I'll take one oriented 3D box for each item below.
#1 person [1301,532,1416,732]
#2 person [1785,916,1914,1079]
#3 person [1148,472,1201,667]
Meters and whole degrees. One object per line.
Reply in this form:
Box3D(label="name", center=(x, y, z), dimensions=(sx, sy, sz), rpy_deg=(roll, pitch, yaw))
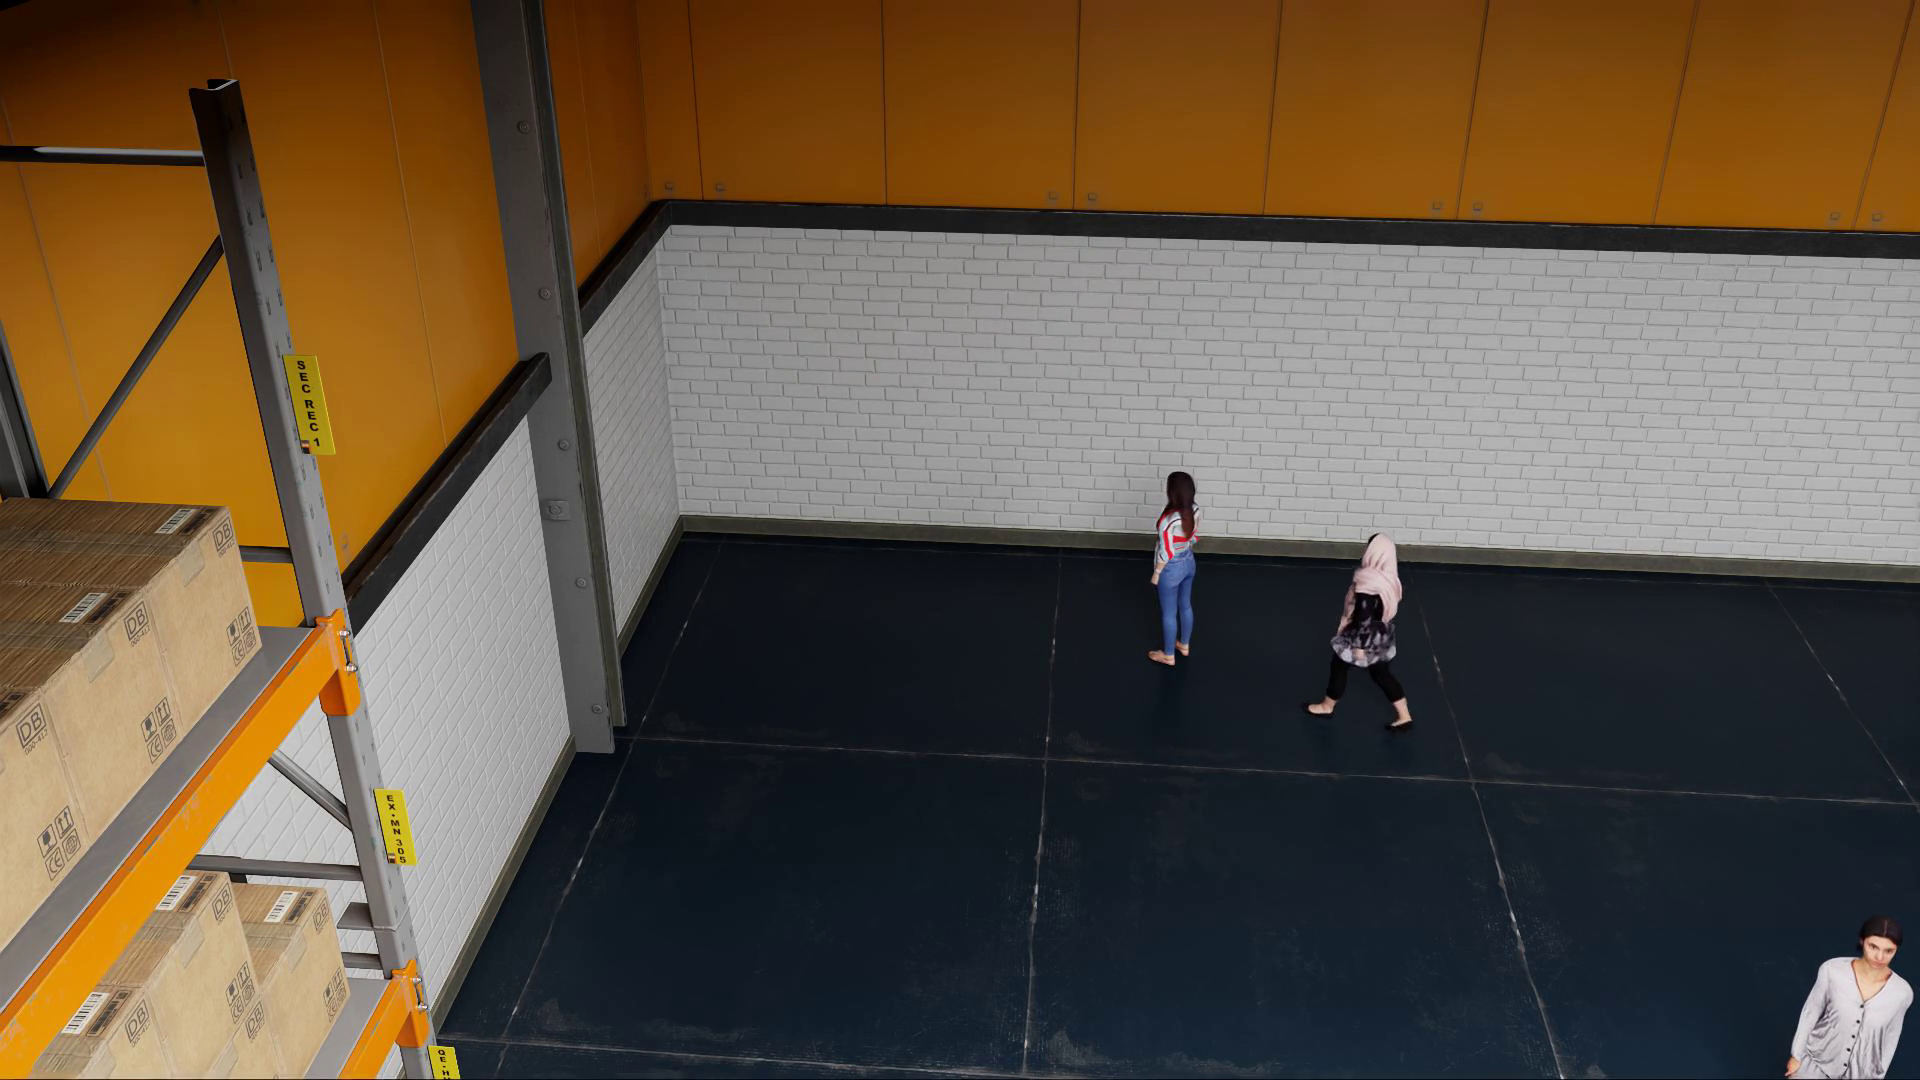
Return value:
Box3D(label="person", center=(2.988, 0.703, 11.840), dimensions=(1.045, 1.601, 1.103), rpy_deg=(21, 35, 33))
Box3D(label="person", center=(4.339, 2.575, 8.227), dimensions=(0.652, 1.774, 0.637), rpy_deg=(12, 31, 21))
Box3D(label="person", center=(1.660, 0.207, 12.737), dimensions=(0.645, 1.613, 0.720), rpy_deg=(-25, 37, -37))
